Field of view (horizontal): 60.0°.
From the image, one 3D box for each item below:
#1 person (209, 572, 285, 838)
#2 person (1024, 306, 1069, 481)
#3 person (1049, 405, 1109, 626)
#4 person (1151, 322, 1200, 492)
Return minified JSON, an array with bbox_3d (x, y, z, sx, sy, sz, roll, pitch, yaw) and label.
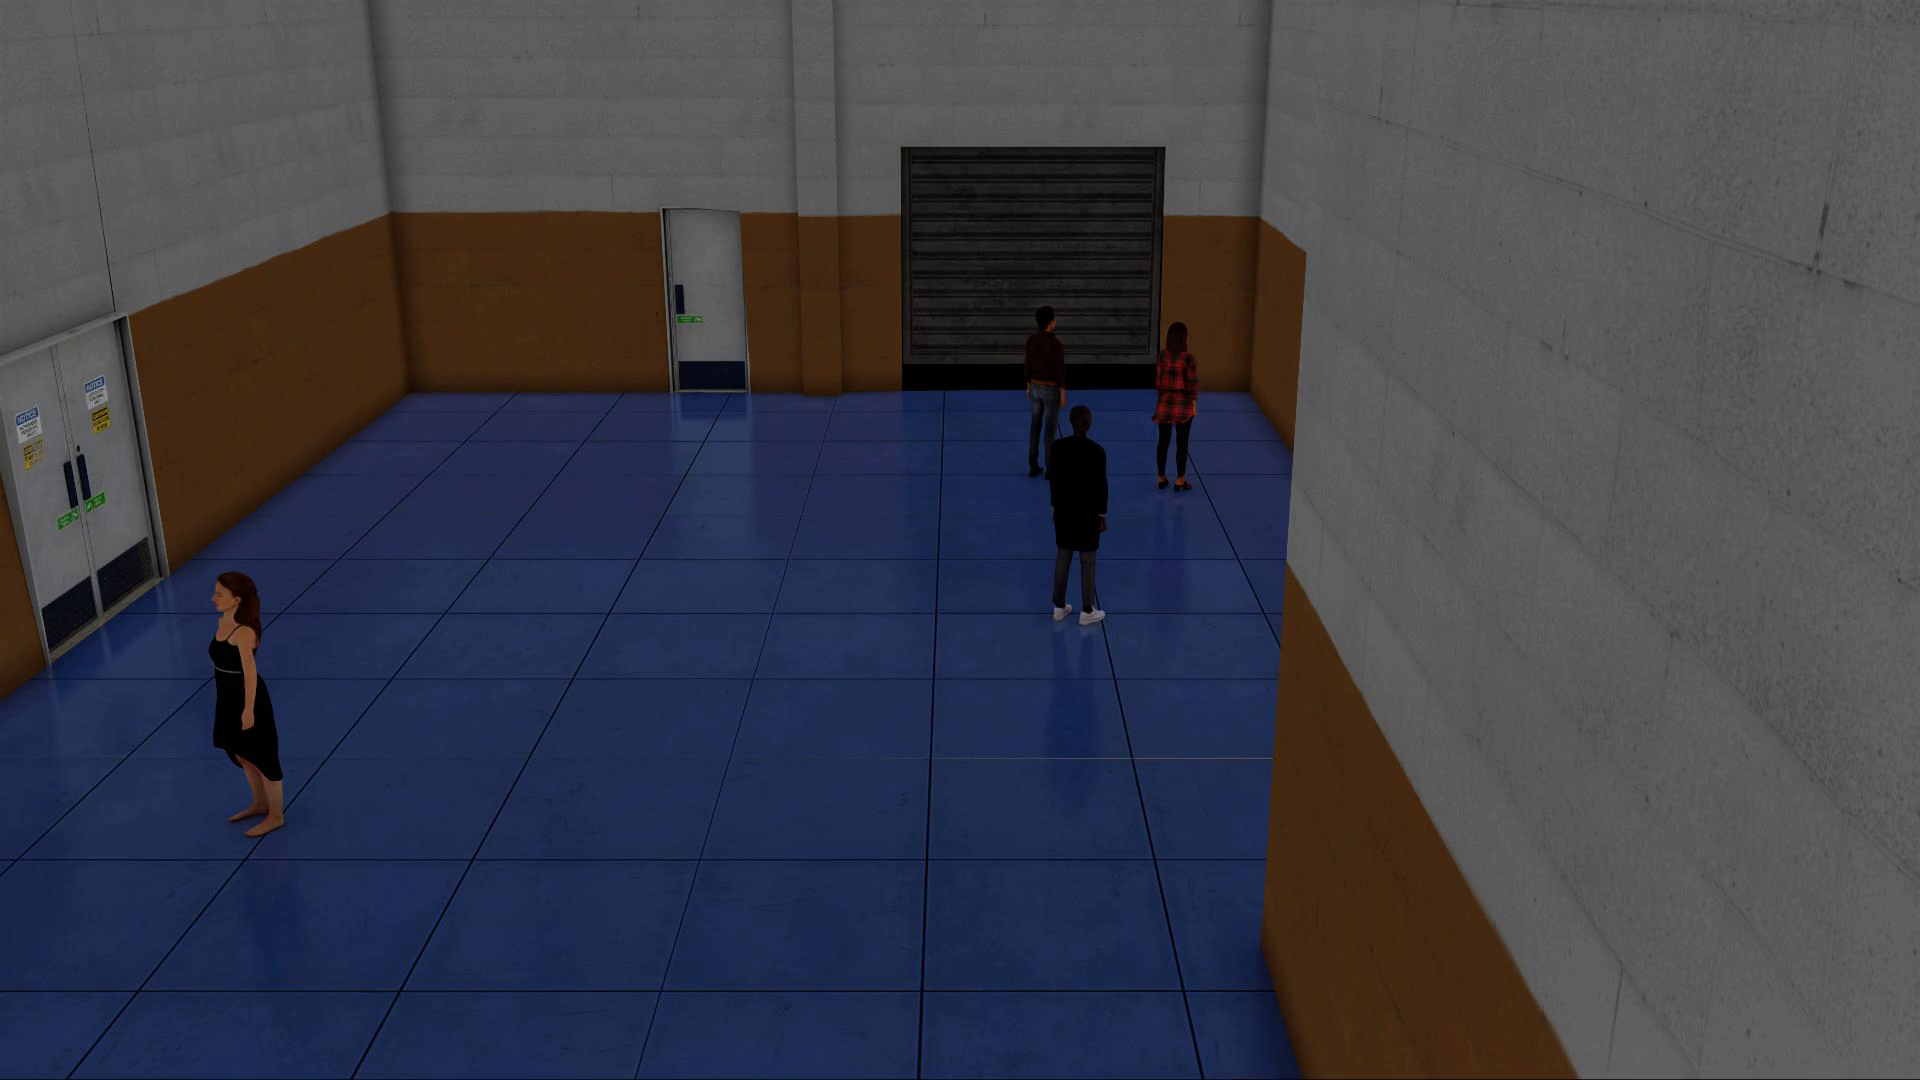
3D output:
[{"bbox_3d":[-4.247,0.959,9.900,0.734,1.625,0.678,-16,24,-39],"label":"person"},{"bbox_3d":[0.861,-1.473,16.968,0.682,1.717,0.774,14,23,36],"label":"person"},{"bbox_3d":[0.919,-0.206,13.143,0.678,1.761,0.793,11,21,29],"label":"person"},{"bbox_3d":[2.146,-1.334,16.576,0.675,1.703,0.765,13,23,34],"label":"person"}]
